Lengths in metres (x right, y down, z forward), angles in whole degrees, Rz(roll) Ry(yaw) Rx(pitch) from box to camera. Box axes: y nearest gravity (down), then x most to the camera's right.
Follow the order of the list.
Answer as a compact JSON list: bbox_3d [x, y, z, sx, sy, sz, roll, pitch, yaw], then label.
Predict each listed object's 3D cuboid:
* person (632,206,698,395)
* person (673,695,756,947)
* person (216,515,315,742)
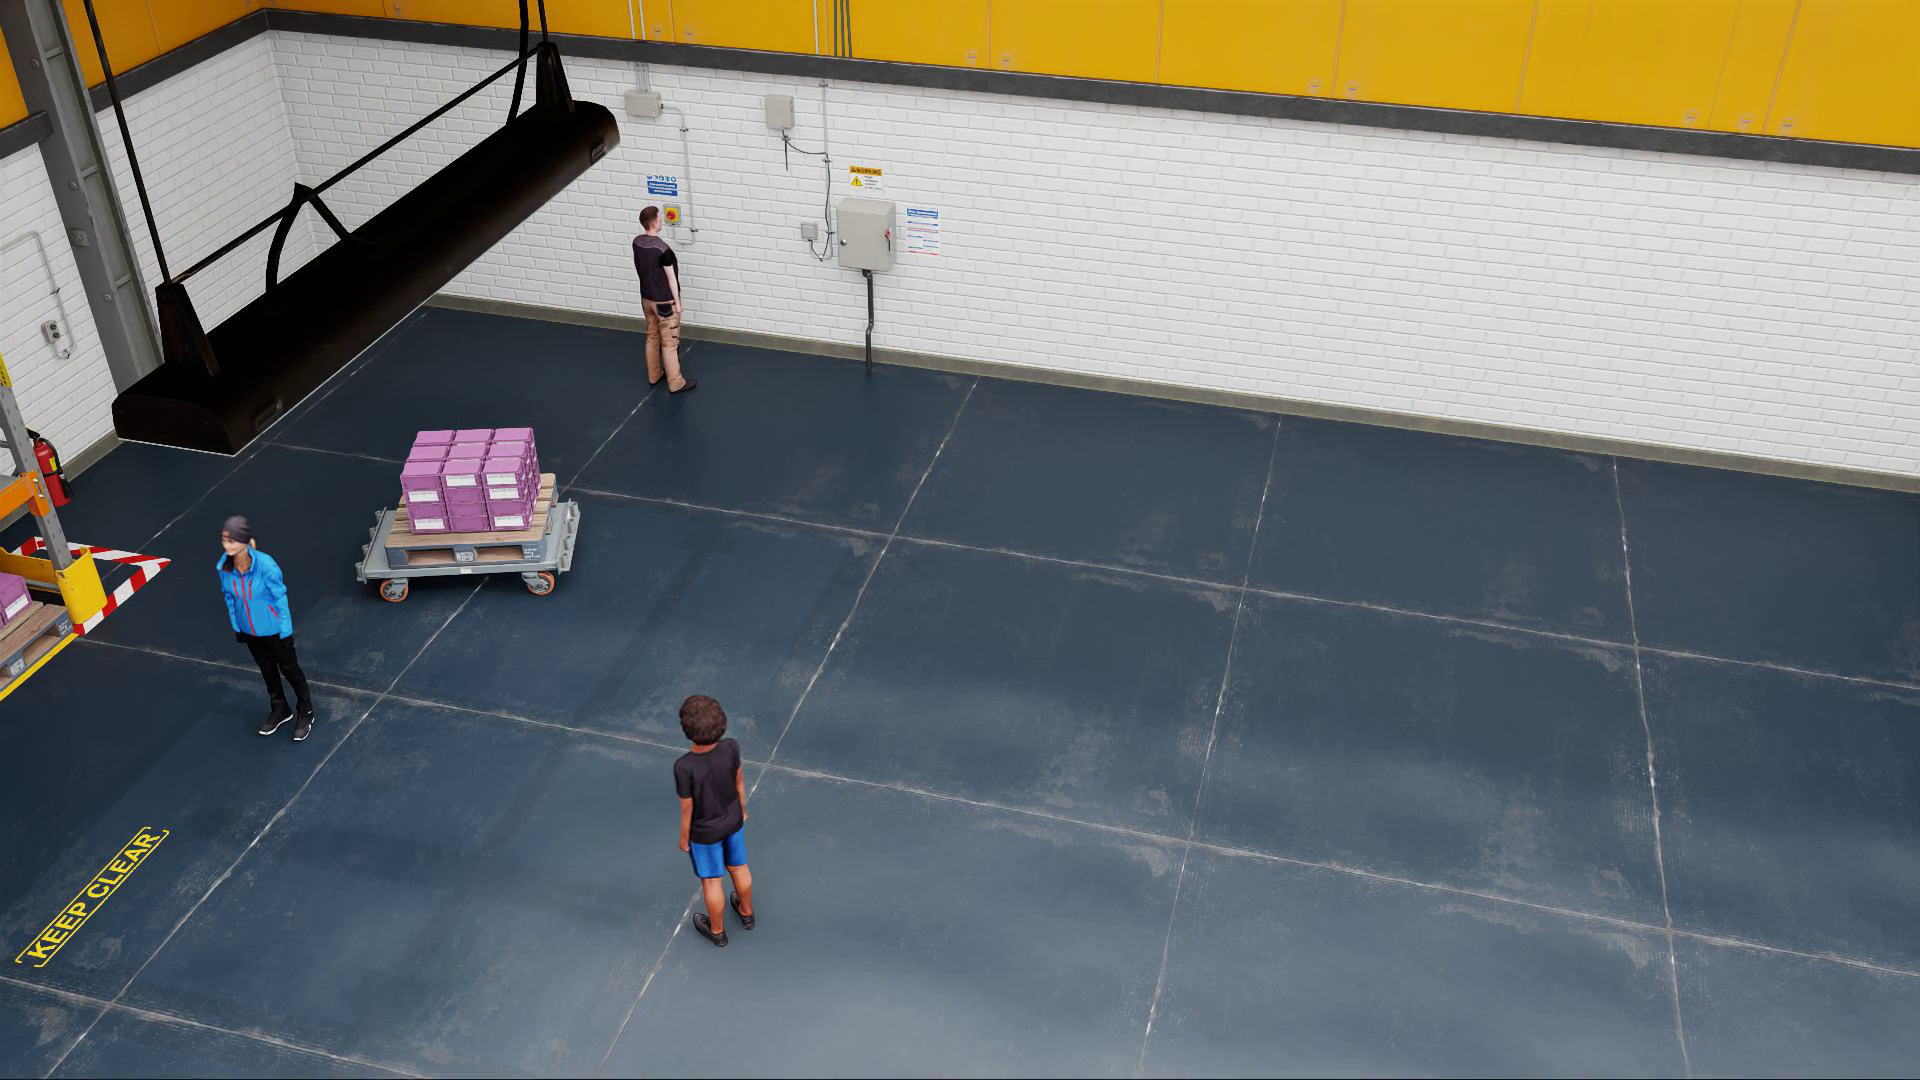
[{"bbox_3d":[-2.852,-2.289,15.734,0.770,1.842,0.752,25,41,33],"label":"person"},{"bbox_3d":[-1.453,1.663,9.831,0.665,1.796,0.758,-25,41,-32],"label":"person"},{"bbox_3d":[-4.771,0.603,11.426,0.605,1.796,0.505,8,34,12],"label":"person"}]
